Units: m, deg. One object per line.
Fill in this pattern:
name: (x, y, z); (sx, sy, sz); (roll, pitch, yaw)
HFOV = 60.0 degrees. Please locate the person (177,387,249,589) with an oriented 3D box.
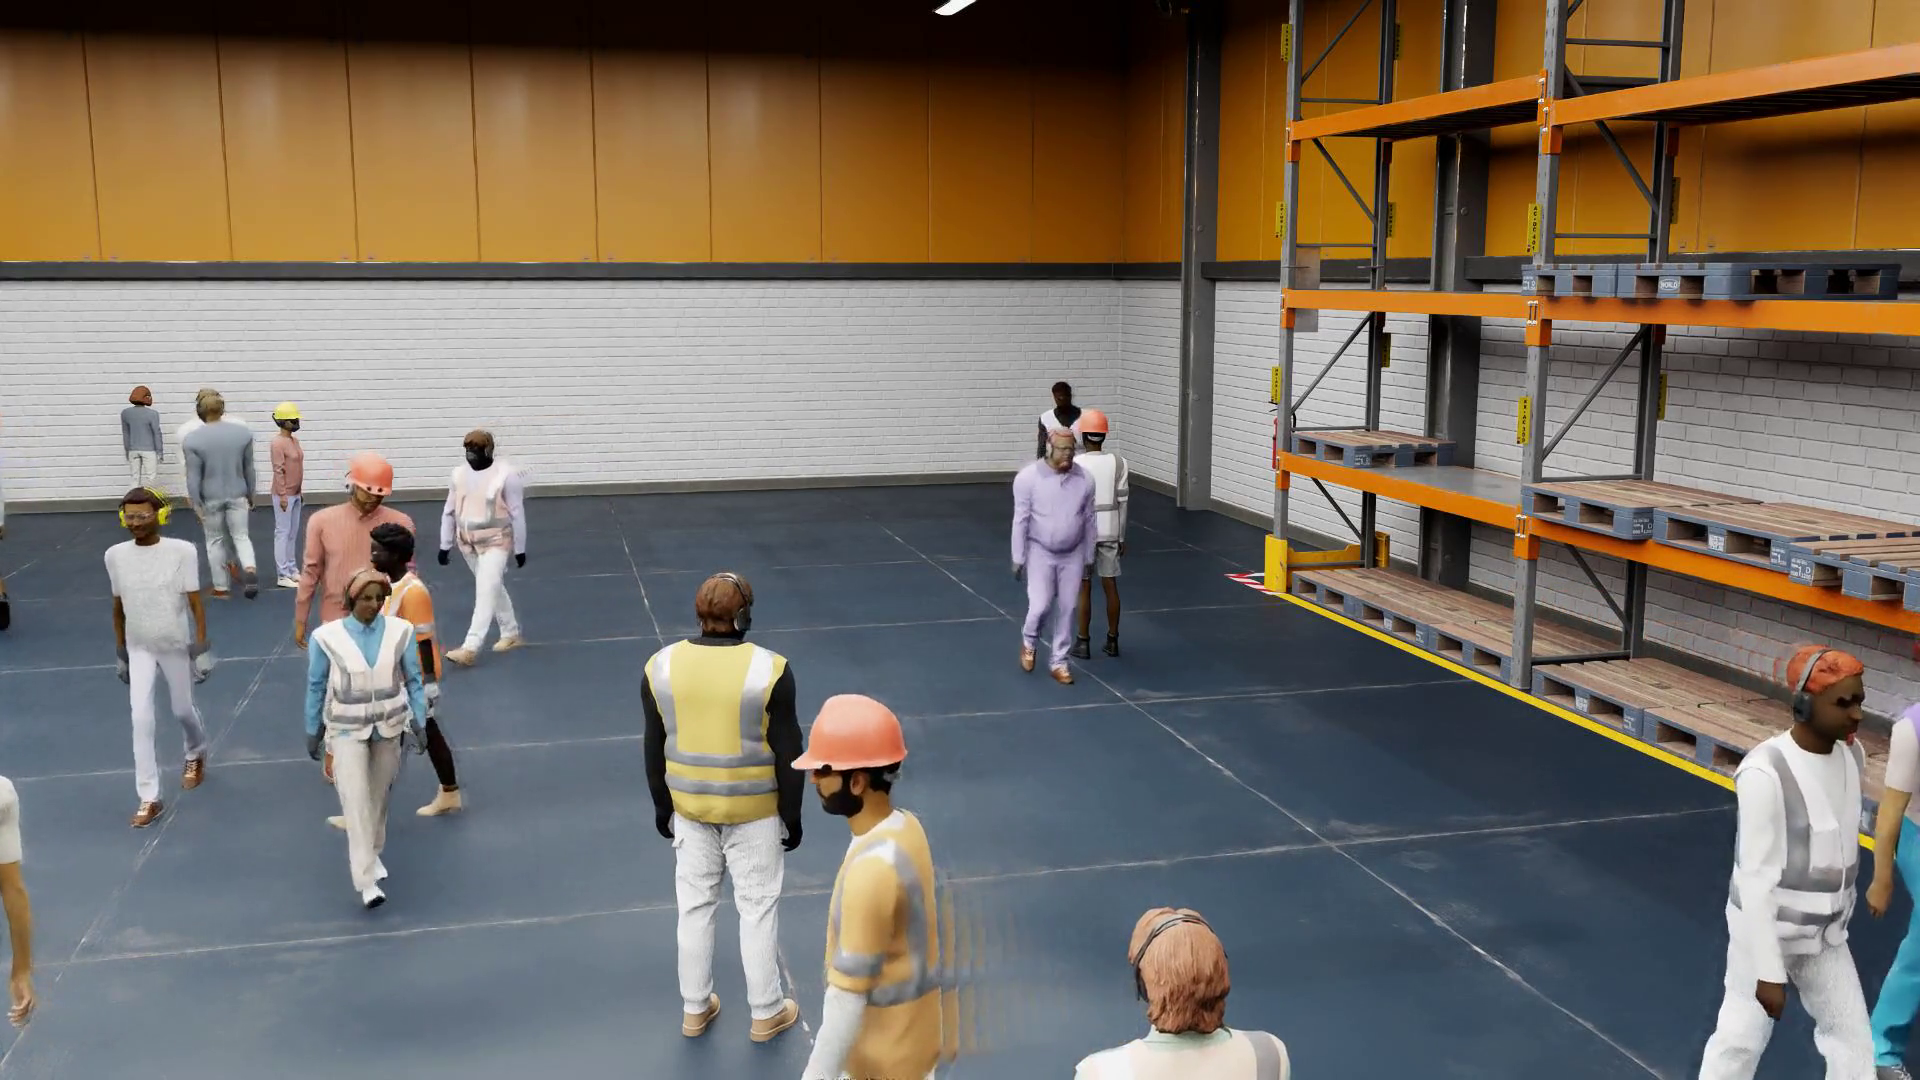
person: (-7.002, -0.483, 15.707); (0.654, 1.921, 0.440); (-6, 11, -34)

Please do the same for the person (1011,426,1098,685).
person: (0.691, 0.103, 12.144); (0.675, 1.888, 0.469); (-3, 10, -17)

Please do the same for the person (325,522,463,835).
person: (-3.058, 0.738, 8.881); (0.824, 1.655, 0.556); (-6, 11, -33)

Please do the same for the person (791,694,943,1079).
person: (-0.231, 1.342, 4.443); (0.988, 1.890, 0.553); (0, 9, -1)

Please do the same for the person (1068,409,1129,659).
person: (1.030, -0.042, 12.903); (0.546, 1.939, 0.375); (-2, 9, -14)

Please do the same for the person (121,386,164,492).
person: (-9.932, -1.061, 20.231); (0.503, 1.627, 0.270); (1, 9, 7)

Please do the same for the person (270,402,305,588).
person: (-6.393, -0.434, 15.882); (0.323, 1.769, 0.523); (0, 9, -2)

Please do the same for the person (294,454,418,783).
person: (-3.492, 0.470, 9.658); (0.694, 1.949, 0.500); (-5, 10, -28)

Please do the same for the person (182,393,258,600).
person: (-6.654, -0.374, 15.037); (0.636, 1.919, 0.723); (-8, 12, -40)

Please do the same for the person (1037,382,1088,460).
person: (1.111, -0.712, 17.286); (0.610, 1.871, 0.783); (2, 9, 10)

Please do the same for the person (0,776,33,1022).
person: (-3.103, 1.297, 5.026); (0.985, 1.798, 0.514); (8, 12, 40)

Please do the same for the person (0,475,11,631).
person: (-8.184, -0.164, 13.776); (0.811, 1.913, 0.551); (8, 12, 40)

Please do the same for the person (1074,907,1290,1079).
person: (0.469, 1.598, 3.594); (0.517, 1.639, 0.313); (-3, 9, -16)

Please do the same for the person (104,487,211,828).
person: (-4.445, 0.591, 9.293); (0.531, 1.835, 0.924); (-2, 9, -10)

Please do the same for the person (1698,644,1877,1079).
person: (2.659, 1.254, 5.083); (0.601, 1.846, 0.889); (-5, 10, -29)

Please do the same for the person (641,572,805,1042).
person: (-0.900, 1.036, 6.481); (0.636, 1.840, 0.429); (2, 9, 12)

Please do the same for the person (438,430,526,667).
person: (-3.703, 0.048, 12.825); (0.638, 1.790, 0.988); (4, 10, 24)

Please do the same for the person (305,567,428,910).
person: (-2.797, 0.927, 7.927); (0.536, 1.585, 0.861); (-7, 11, -35)

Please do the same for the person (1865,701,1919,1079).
person: (3.506, 1.178, 5.709); (0.554, 1.792, 0.916); (-3, 10, -20)
